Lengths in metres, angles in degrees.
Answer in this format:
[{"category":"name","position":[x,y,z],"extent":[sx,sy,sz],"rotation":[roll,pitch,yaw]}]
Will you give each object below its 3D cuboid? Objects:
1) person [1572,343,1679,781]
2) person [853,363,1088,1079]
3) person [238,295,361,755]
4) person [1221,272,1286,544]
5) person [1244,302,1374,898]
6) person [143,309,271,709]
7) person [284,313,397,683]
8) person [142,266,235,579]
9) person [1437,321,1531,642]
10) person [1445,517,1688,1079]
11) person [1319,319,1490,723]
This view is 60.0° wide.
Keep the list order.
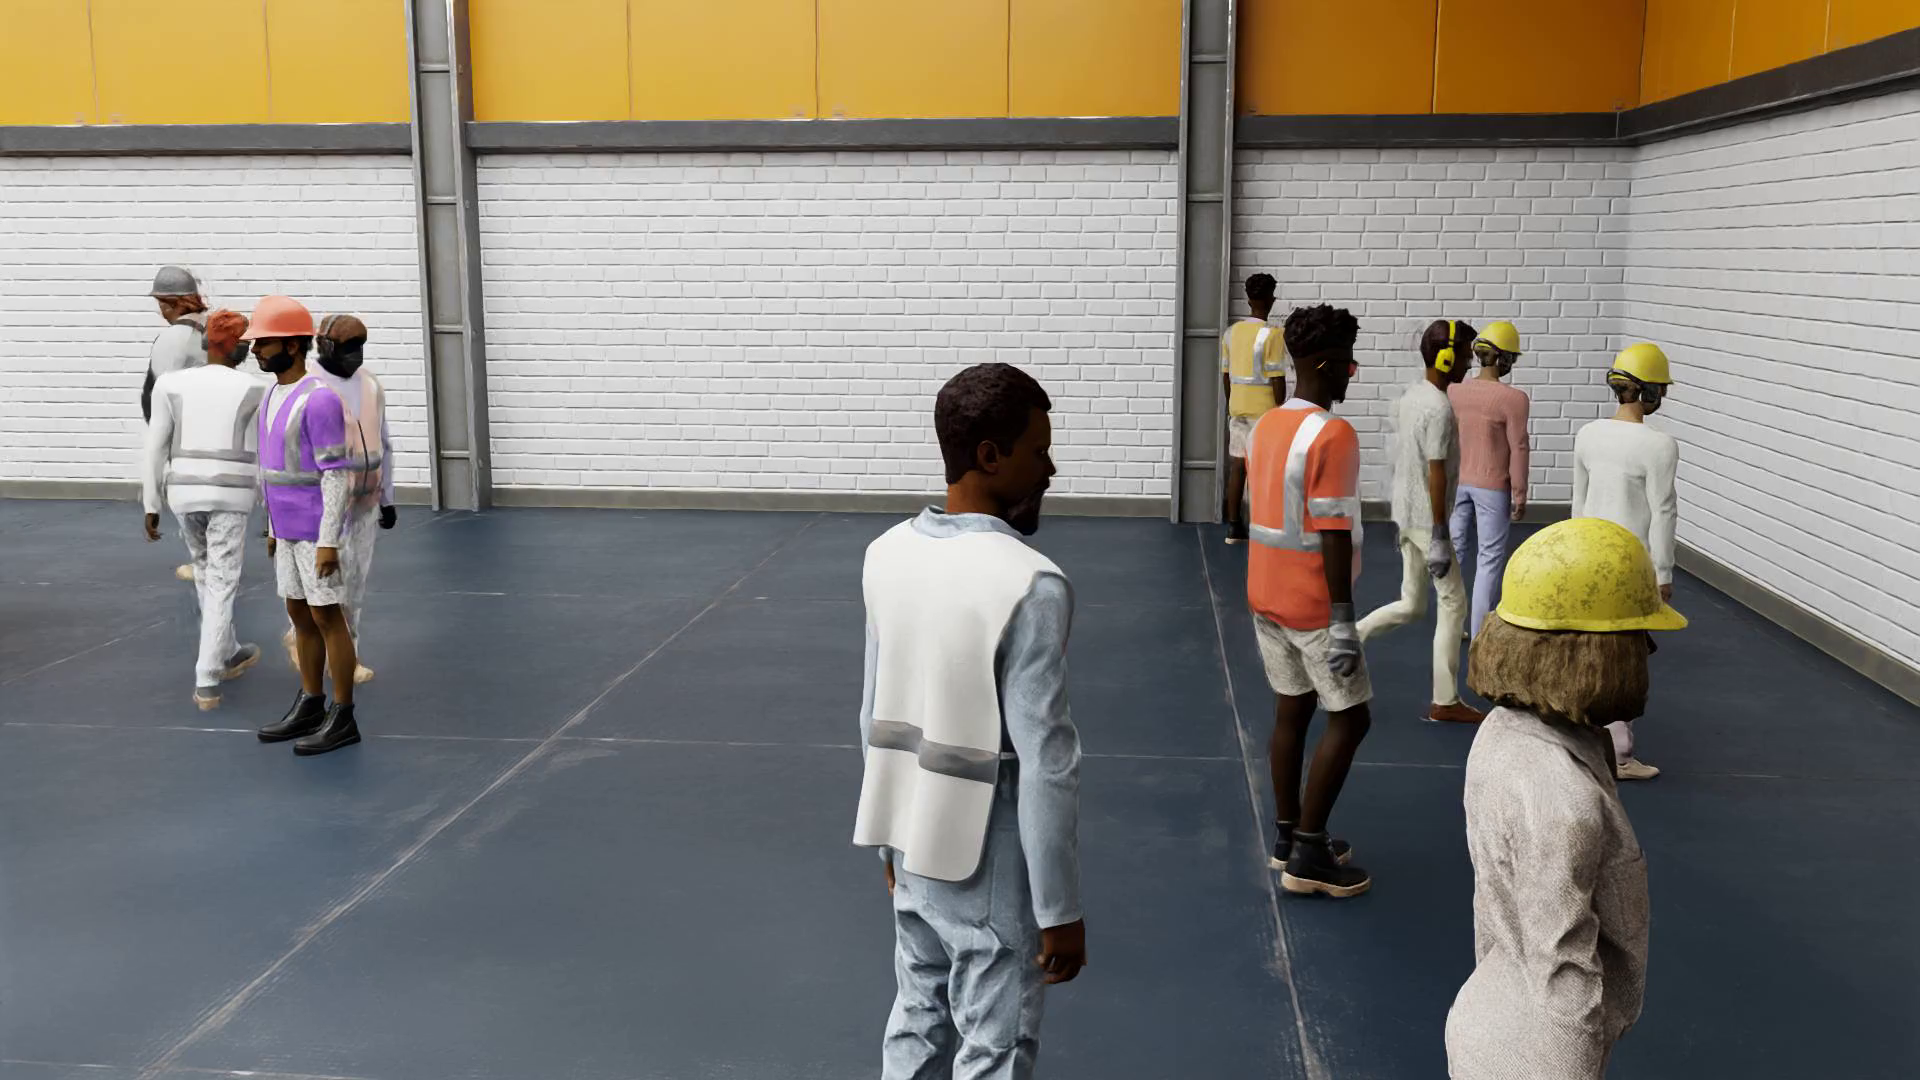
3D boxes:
[{"category":"person","position":[2.687,0.086,6.746],"extent":[0.349,1.758,0.521],"rotation":[-4,11,-24]},{"category":"person","position":[0.014,0.620,3.225],"extent":[0.398,1.915,0.589],"rotation":[-7,12,-34]},{"category":"person","position":[-2.795,-0.058,7.037],"extent":[0.547,1.939,0.376],"rotation":[9,14,43]},{"category":"person","position":[2.126,-0.920,11.891],"extent":[0.361,1.965,0.613],"rotation":[-6,12,-31]},{"category":"person","position":[1.168,0.195,5.531],"extent":[0.420,1.959,0.664],"rotation":[-3,10,-16]},{"category":"person","position":[-3.541,-0.176,7.977],"extent":[0.606,1.840,0.866],"rotation":[-1,10,-7]},{"category":"person","position":[-3.033,-0.195,8.150],"extent":[0.434,1.820,0.640],"rotation":[5,11,28]},{"category":"person","position":[-4.977,-0.752,10.715],"extent":[0.536,2.000,0.710],"rotation":[0,10,1]},{"category":"person","position":[2.785,-0.276,8.824],"extent":[0.338,1.756,0.532],"rotation":[-8,12,-37]},{"category":"person","position":[0.893,0.827,2.531],"extent":[0.295,1.744,0.484],"rotation":[1,10,7]},{"category":"person","position":[2.009,-0.065,7.432],"extent":[0.775,1.829,0.529],"rotation":[0,10,-2]}]
